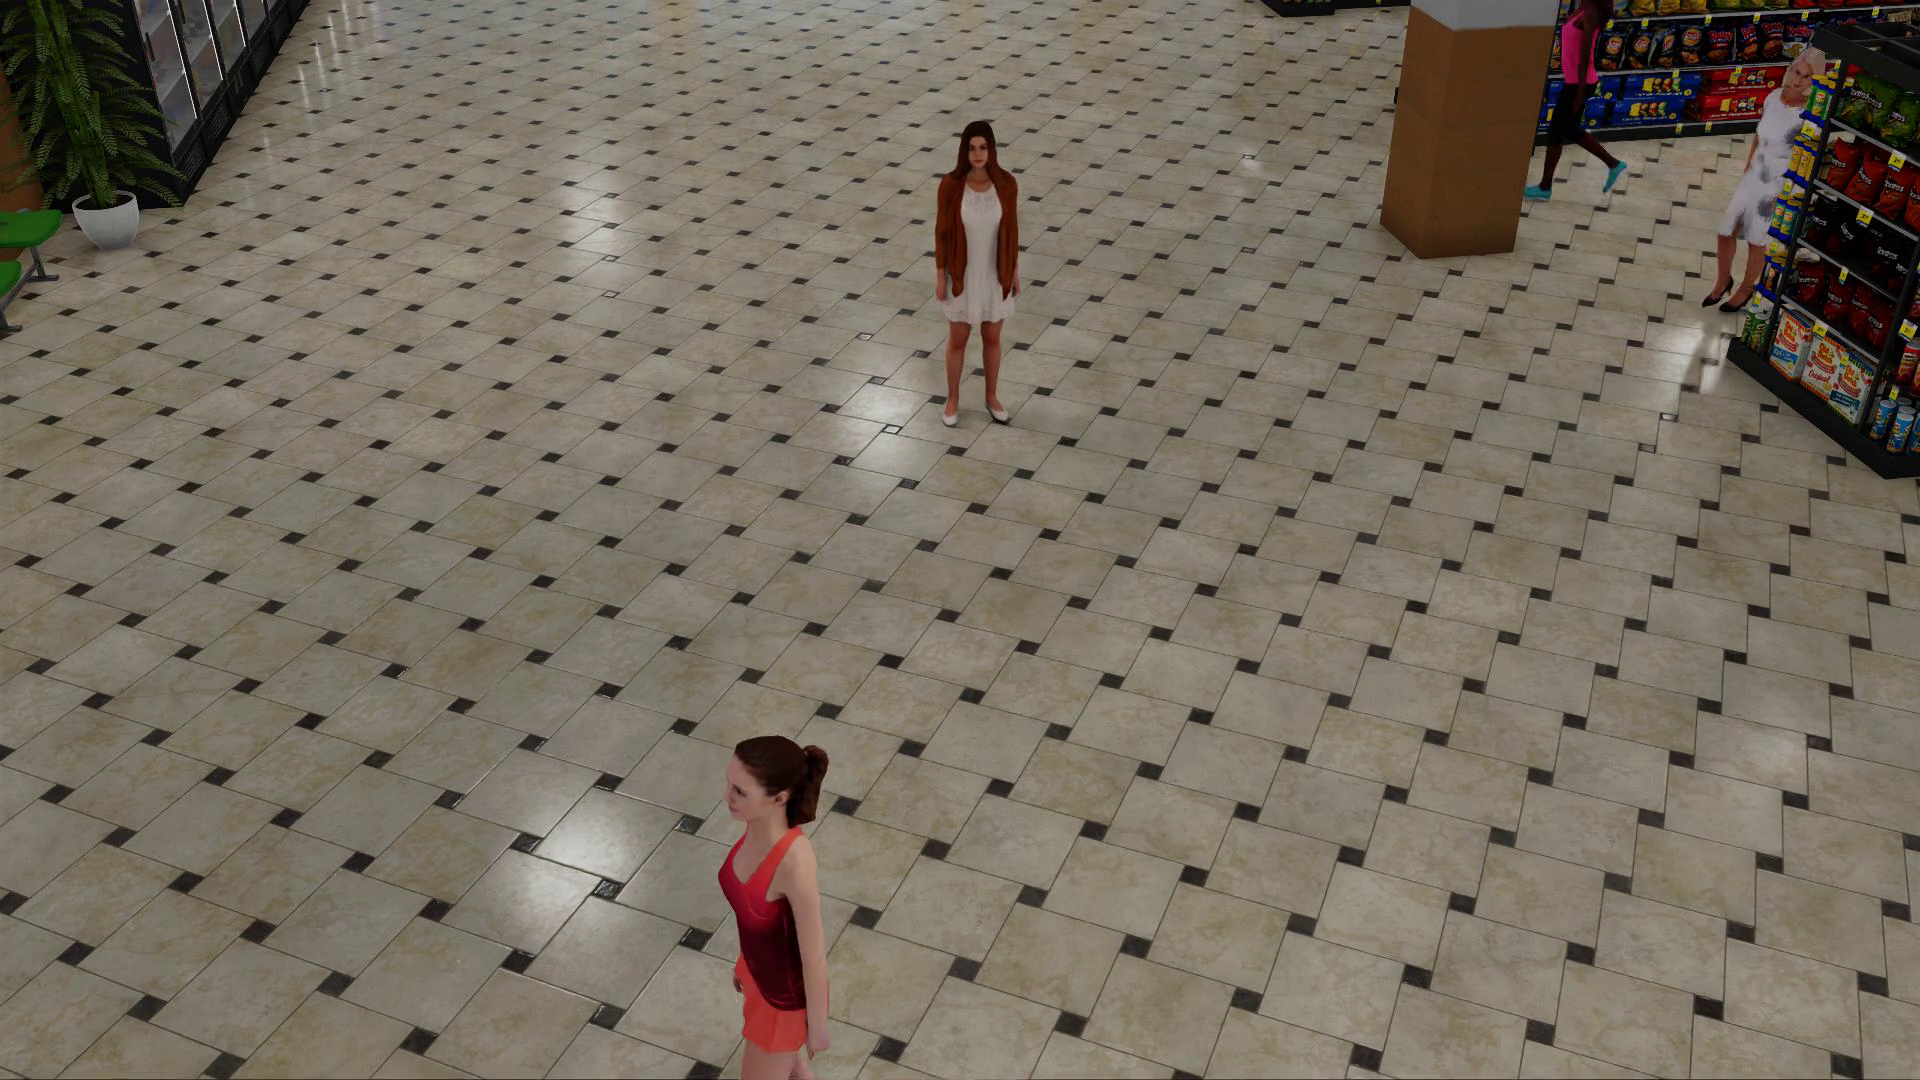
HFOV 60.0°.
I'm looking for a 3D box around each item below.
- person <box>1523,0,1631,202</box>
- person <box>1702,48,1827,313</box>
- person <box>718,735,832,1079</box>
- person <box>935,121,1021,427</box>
[{"bbox_3d":[4.514,-3.229,11.922,1.067,1.701,0.842,9,33,14],"label":"person"},{"bbox_3d":[5.031,-2.183,10.225,0.685,1.717,0.700,-13,34,-20],"label":"person"},{"bbox_3d":[-0.427,1.231,4.714,0.733,1.742,0.631,-13,34,-20],"label":"person"},{"bbox_3d":[0.093,-1.451,9.046,0.482,1.720,0.673,-5,32,-8],"label":"person"}]
